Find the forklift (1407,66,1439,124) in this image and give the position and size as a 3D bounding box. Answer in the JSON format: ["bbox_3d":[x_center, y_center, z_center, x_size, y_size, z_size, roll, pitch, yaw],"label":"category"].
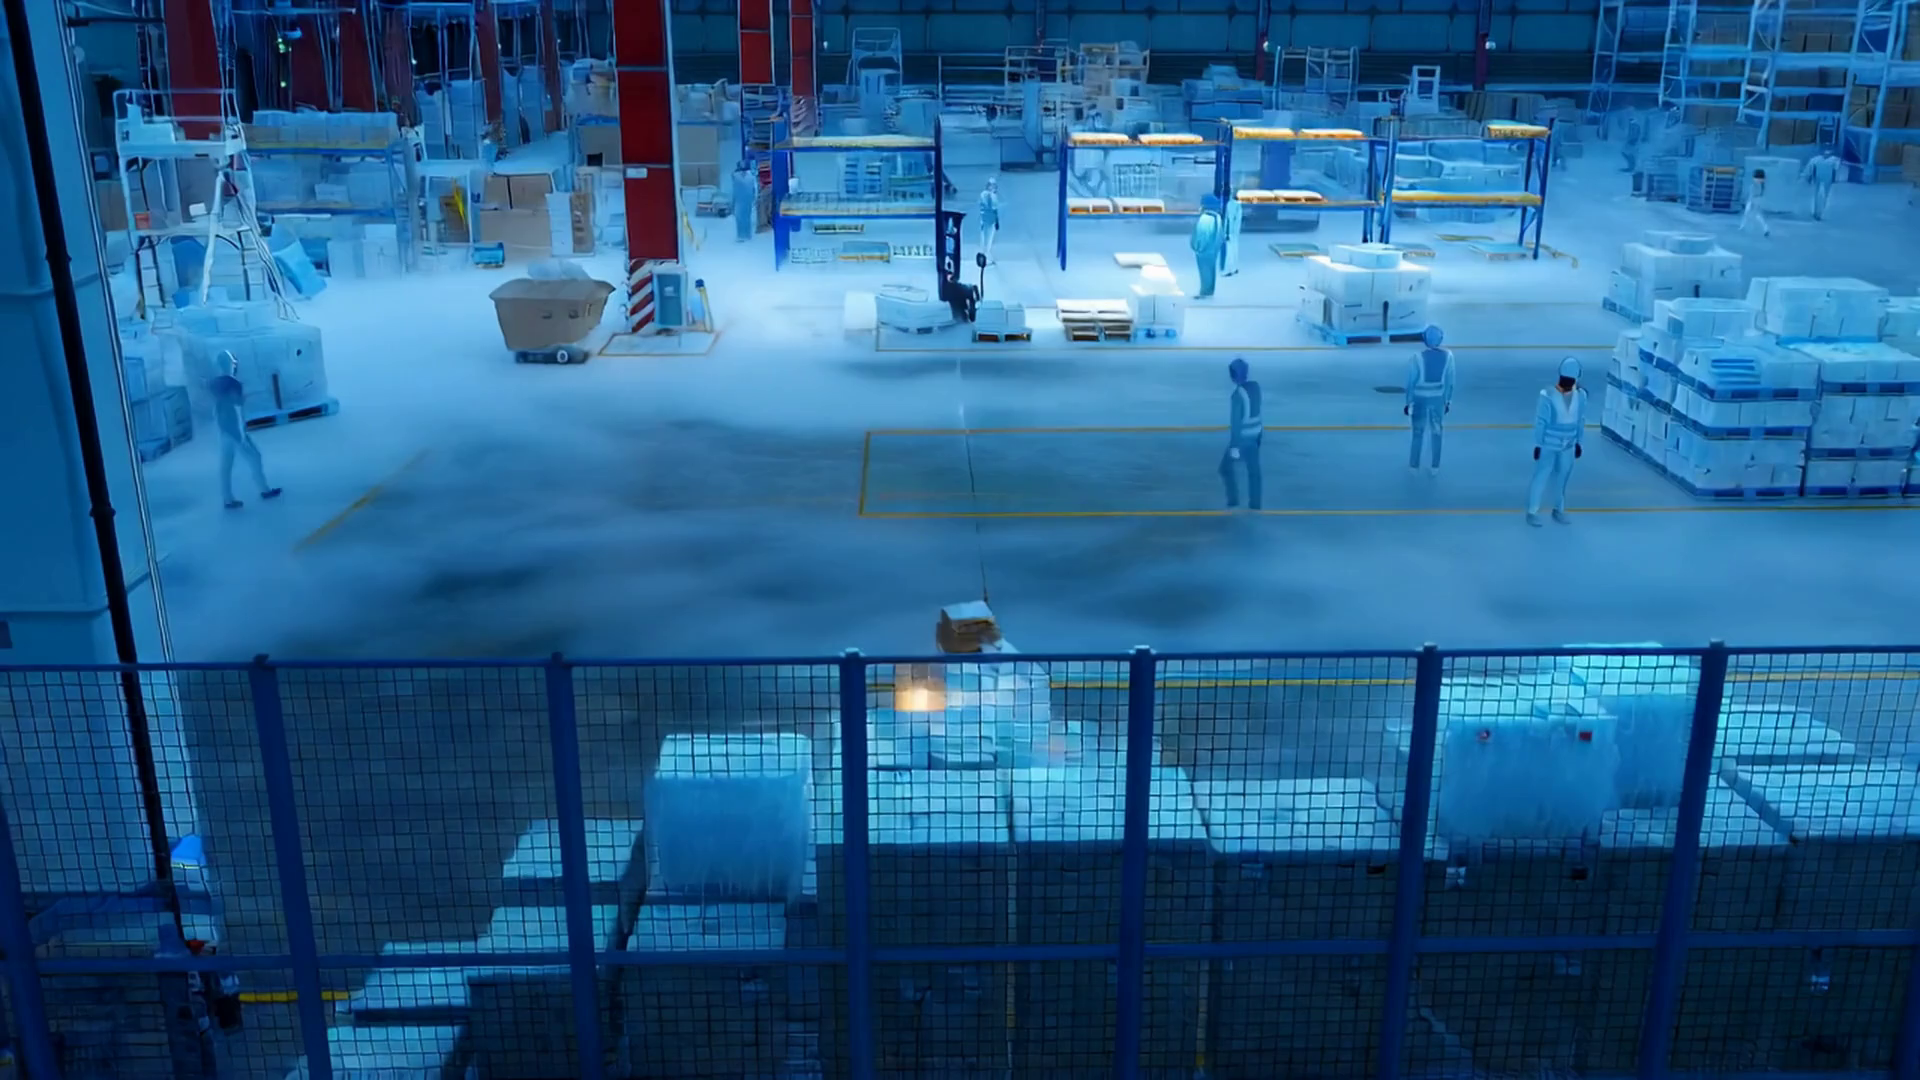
[{"bbox_3d":[17.361,-16.345,62.361,1.129,2.768,1.873,2,19,7],"label":"forklift"}]

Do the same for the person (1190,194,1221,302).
[{"bbox_3d":[4.645,-5.572,31.693,0.538,2.000,0.689,11,21,29],"label":"person"}]

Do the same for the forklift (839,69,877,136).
[{"bbox_3d":[-3.352,-15.533,59.950,1.873,2.768,1.129,-10,21,-28],"label":"forklift"}]

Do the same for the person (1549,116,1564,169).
[{"bbox_3d":[19.323,-12.831,53.766,0.426,1.684,0.546,17,25,41],"label":"person"}]

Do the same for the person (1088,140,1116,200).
[{"bbox_3d":[3.915,-10.048,45.345,0.774,1.808,0.647,-5,19,-14],"label":"person"}]

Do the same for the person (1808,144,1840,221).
[{"bbox_3d":[22.064,-9.147,42.513,0.634,1.908,0.875,14,23,35],"label":"person"}]

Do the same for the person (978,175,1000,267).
[{"bbox_3d":[0.641,-6.828,35.593,0.385,1.928,0.589,17,25,41],"label":"person"}]

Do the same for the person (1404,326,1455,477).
[{"bbox_3d":[5.754,-1.699,20.444,0.584,1.883,0.346,-2,19,-5],"label":"person"}]

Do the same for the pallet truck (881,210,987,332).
[{"bbox_3d":[-0.493,-4.759,29.349,1.885,1.965,0.823,-13,23,-34],"label":"pallet truck"}]

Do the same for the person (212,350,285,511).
[{"bbox_3d":[-8.367,-1.305,19.349,0.530,1.832,0.879,8,20,23],"label":"person"}]

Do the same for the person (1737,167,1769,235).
[{"bbox_3d":[19.094,-8.105,39.853,0.522,1.613,0.671,-9,21,-25],"label":"person"}]

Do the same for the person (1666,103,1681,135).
[{"bbox_3d":[25.492,-14.783,59.561,0.480,1.684,0.538,-15,24,-38],"label":"person"}]

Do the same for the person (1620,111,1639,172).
[{"bbox_3d":[21.398,-12.713,53.078,0.543,1.918,0.568,13,23,34],"label":"person"}]

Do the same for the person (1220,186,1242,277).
[{"bbox_3d":[5.605,-6.361,34.312,0.334,1.864,0.521,11,22,30],"label":"person"}]

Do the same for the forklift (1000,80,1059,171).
[{"bbox_3d":[2.238,-13.269,53.236,1.873,2.768,1.129,-1,19,-2],"label":"forklift"}]

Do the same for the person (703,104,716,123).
[{"bbox_3d":[-8.485,-13.691,56.002,0.672,1.897,0.589,15,24,37],"label":"person"}]

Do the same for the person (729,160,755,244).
[{"bbox_3d":[-5.052,-7.843,38.588,0.635,1.937,0.353,7,20,20],"label":"person"}]

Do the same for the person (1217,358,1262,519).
[{"bbox_3d":[3.188,-1.149,18.844,0.614,1.860,0.645,15,24,38],"label":"person"}]

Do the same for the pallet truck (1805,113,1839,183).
[{"bbox_3d":[26.403,-11.957,50.702,0.823,1.965,1.885,6,19,16],"label":"pallet truck"}]

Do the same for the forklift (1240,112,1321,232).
[{"bbox_3d":[7.784,-8.948,40.417,1.873,2.768,1.129,-1,19,-2],"label":"forklift"}]

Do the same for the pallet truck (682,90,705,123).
[{"bbox_3d":[-9.671,-15.907,62.421,0.823,1.965,1.885,5,19,15],"label":"pallet truck"}]

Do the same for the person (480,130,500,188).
[{"bbox_3d":[-13.916,-11.288,49.206,0.540,1.683,0.493,4,19,12],"label":"person"}]

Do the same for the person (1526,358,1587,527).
[{"bbox_3d":[6.680,-1.090,18.564,0.603,1.938,0.425,-4,19,-12],"label":"person"}]
